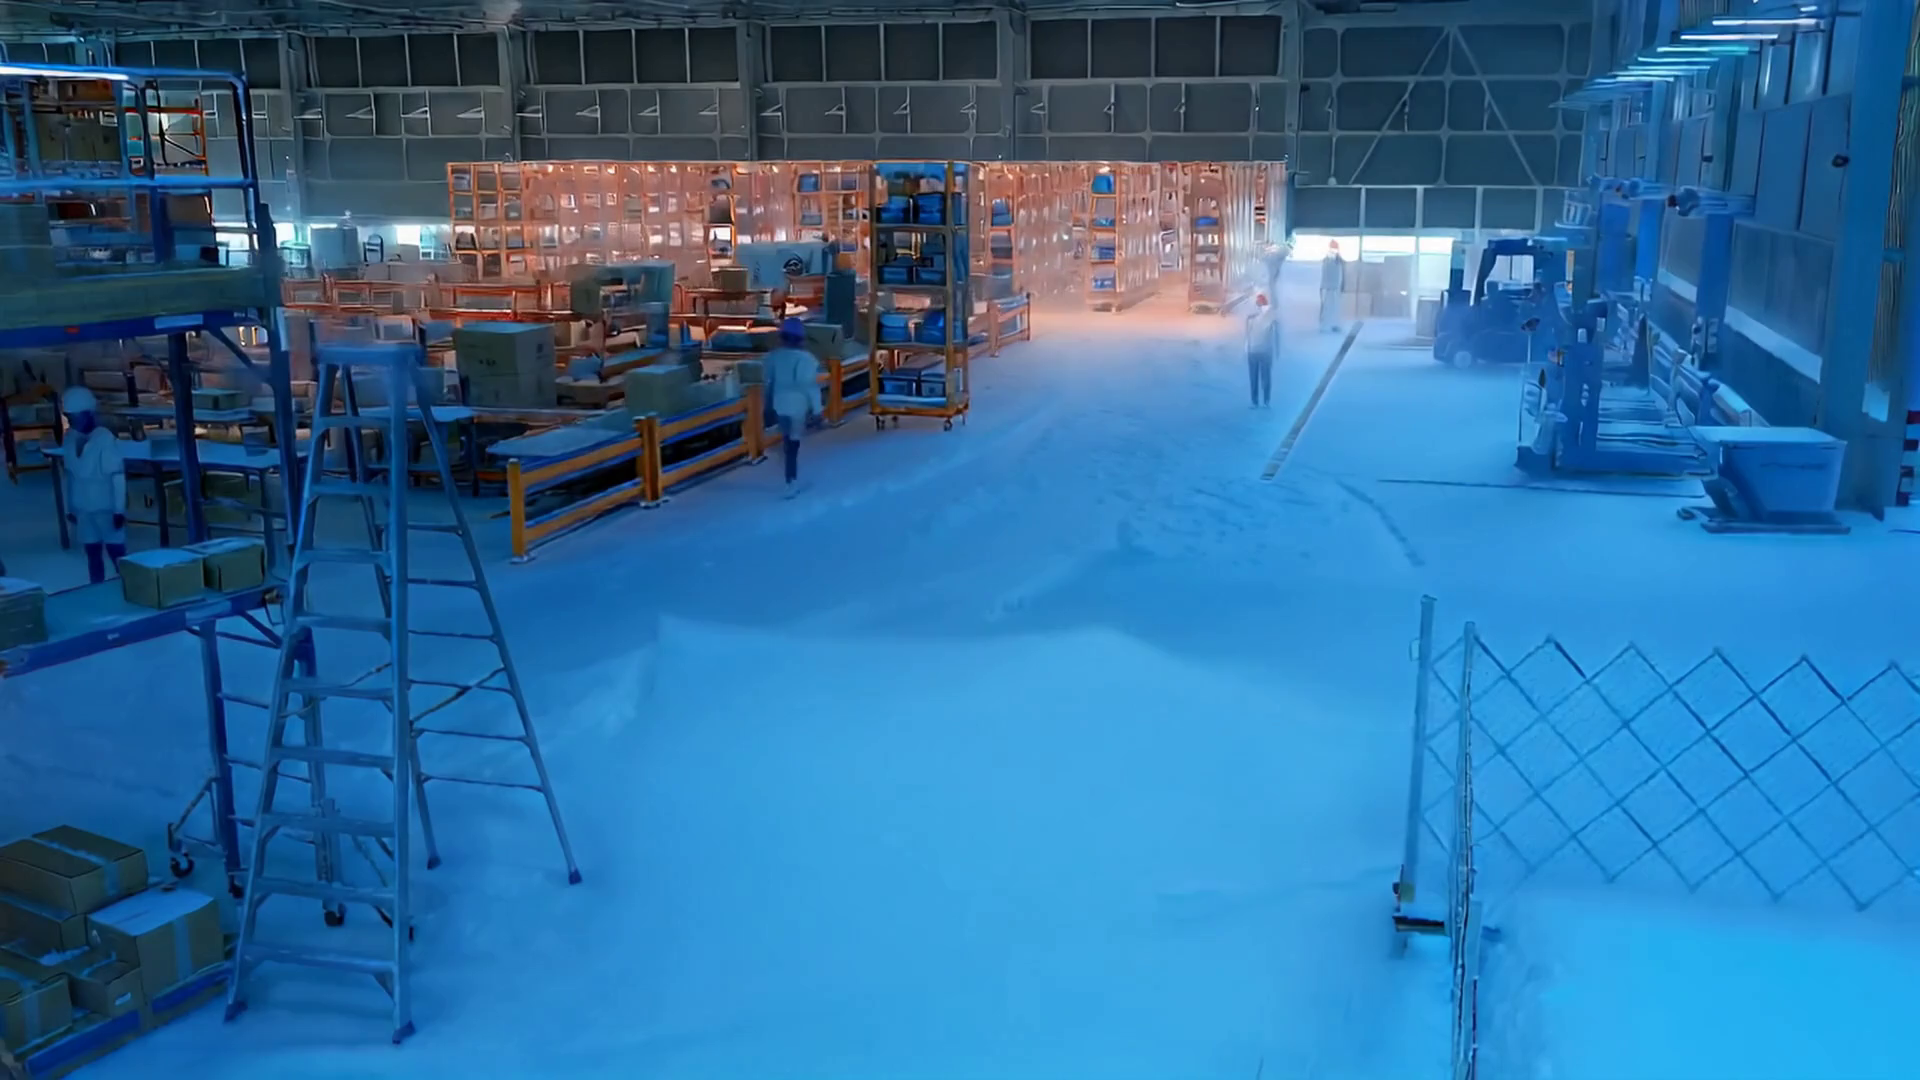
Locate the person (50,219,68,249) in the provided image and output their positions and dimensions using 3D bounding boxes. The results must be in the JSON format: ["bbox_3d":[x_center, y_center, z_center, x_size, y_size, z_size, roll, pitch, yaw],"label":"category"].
[{"bbox_3d":[-29.499,-9.638,54.440,0.531,1.723,0.897,4,14,17],"label":"person"}]

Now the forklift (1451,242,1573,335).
[{"bbox_3d":[10.464,-4.597,31.405,2.680,1.987,1.157,4,14,16],"label":"forklift"}]

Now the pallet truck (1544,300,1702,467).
[{"bbox_3d":[8.263,-1.952,20.631,1.885,1.965,0.823,5,14,20],"label":"pallet truck"}]

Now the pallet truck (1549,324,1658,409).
[{"bbox_3d":[9.824,-2.669,25.407,1.601,1.201,0.680,4,14,16],"label":"pallet truck"}]

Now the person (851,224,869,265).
[{"bbox_3d":[-2.996,-8.565,49.555,0.601,1.830,0.404,-4,14,-17],"label":"person"}]

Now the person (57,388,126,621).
[{"bbox_3d":[-7.069,-0.284,13.564,0.551,1.933,0.376,4,14,17],"label":"person"}]

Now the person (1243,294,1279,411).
[{"bbox_3d":[4.488,-2.798,24.818,0.531,1.755,0.407,6,14,25],"label":"person"}]

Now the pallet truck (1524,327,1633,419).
[{"bbox_3d":[9.065,-2.460,24.370,1.522,1.261,0.704,3,13,14],"label":"pallet truck"}]

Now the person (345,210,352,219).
[{"bbox_3d":[-22.826,-11.458,62.222,0.331,1.753,0.561,5,14,21],"label":"person"}]

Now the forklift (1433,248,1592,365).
[{"bbox_3d":[9.780,-4.111,29.280,2.680,1.987,1.157,3,13,14],"label":"forklift"}]

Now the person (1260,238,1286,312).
[{"bbox_3d":[7.671,-6.501,40.739,0.591,1.799,0.985,9,16,33],"label":"person"}]

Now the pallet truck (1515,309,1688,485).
[{"bbox_3d":[7.554,-1.677,19.446,1.885,1.965,0.823,3,13,14],"label":"pallet truck"}]

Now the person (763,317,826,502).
[{"bbox_3d":[-1.794,-1.467,18.478,0.631,2.015,0.814,6,14,25],"label":"person"}]

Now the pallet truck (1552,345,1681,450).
[{"bbox_3d":[8.641,-1.896,21.908,1.630,1.274,0.653,4,14,16],"label":"pallet truck"}]

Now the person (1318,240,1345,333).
[{"bbox_3d":[7.984,-5.440,35.704,0.613,1.995,0.391,-4,14,-16],"label":"person"}]
